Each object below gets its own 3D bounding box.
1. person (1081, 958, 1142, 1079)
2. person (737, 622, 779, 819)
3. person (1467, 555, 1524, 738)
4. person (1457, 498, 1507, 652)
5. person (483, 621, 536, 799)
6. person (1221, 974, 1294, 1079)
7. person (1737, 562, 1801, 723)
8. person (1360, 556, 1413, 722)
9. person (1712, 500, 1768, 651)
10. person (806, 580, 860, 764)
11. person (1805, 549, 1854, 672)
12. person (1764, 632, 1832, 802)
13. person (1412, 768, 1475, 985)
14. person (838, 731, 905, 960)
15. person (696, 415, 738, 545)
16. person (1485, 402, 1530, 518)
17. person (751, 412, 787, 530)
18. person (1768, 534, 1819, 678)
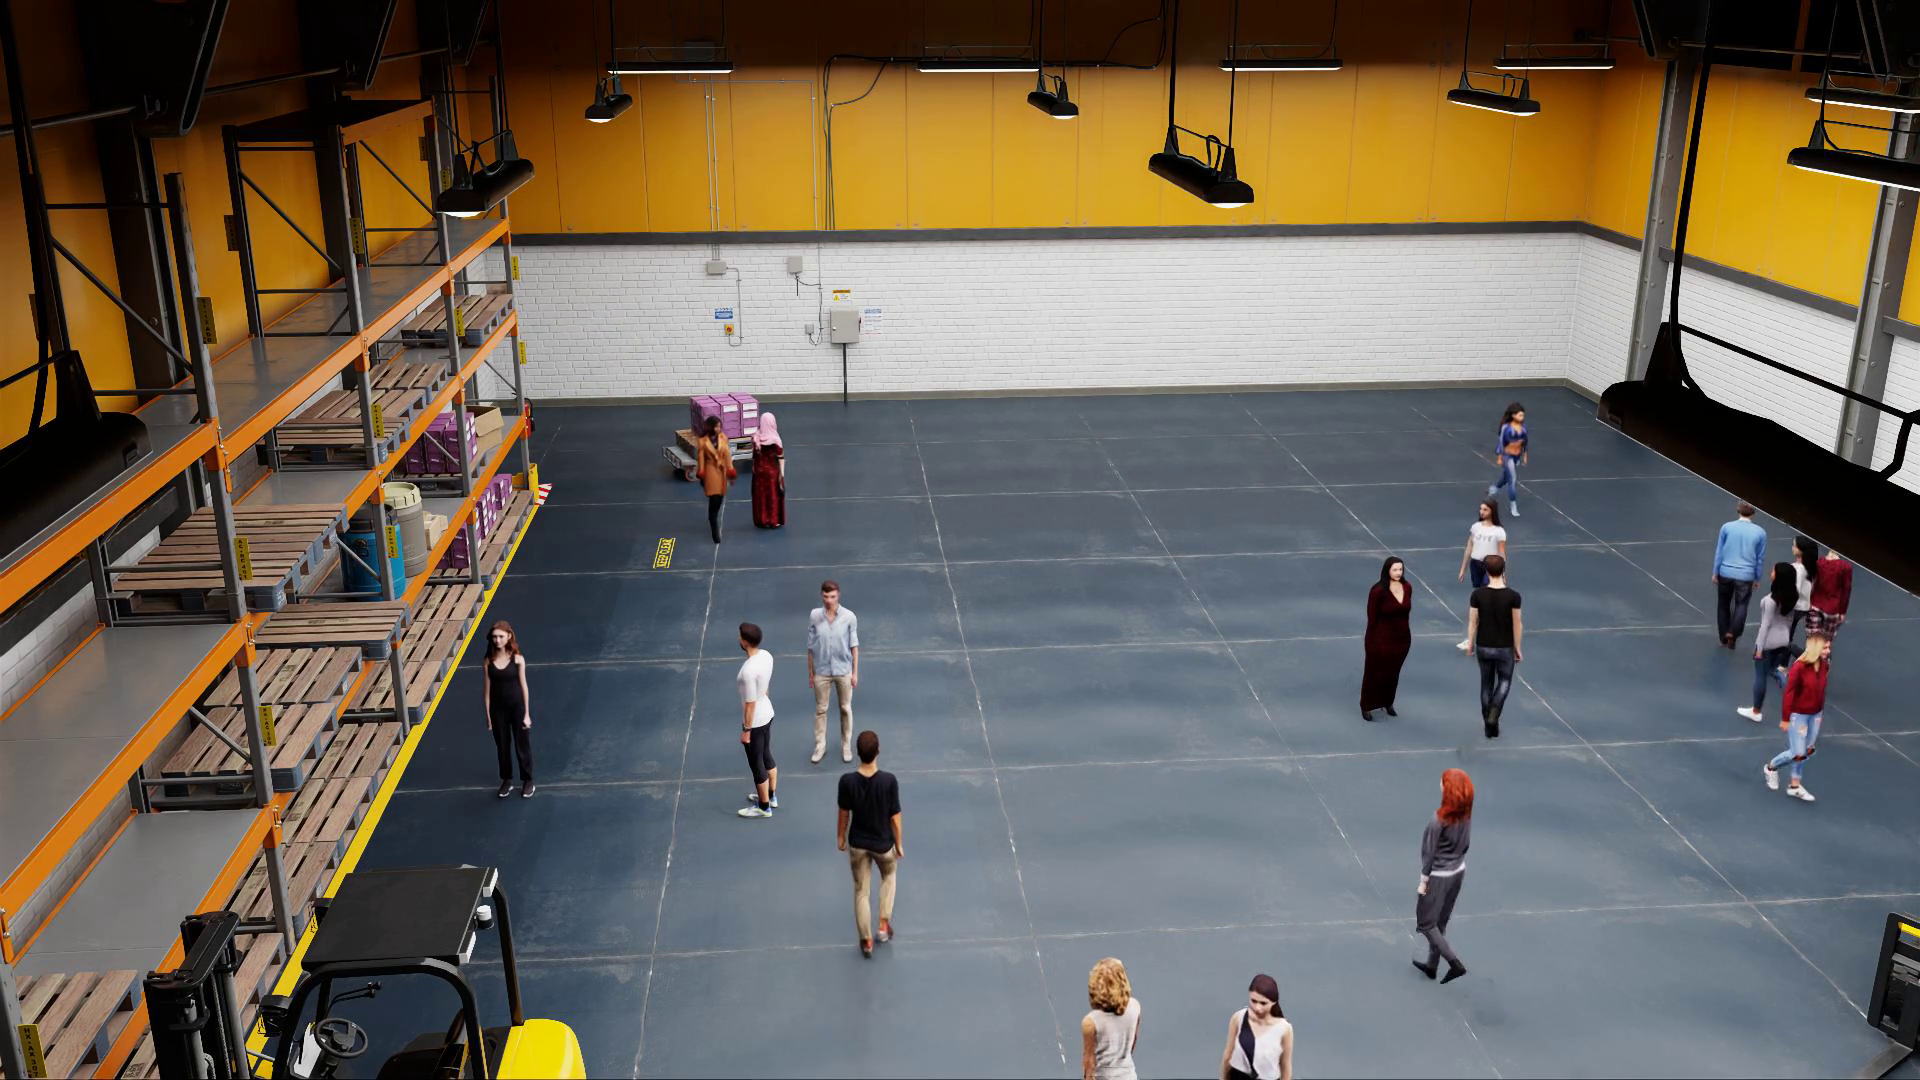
[{"bbox_3d":[0.966,3.350,10.140,0.831,1.629,1.168,-8,20,-23],"label":"person"},{"bbox_3d":[-1.823,1.606,14.971,0.794,1.850,0.614,4,19,13],"label":"person"},{"bbox_3d":[5.268,1.101,16.431,0.917,1.875,0.989,9,21,26],"label":"person"},{"bbox_3d":[5.993,0.371,18.802,1.000,1.745,1.020,-14,23,-35],"label":"person"},{"bbox_3d":[-4.141,1.546,15.317,0.557,1.743,0.501,-1,19,-4],"label":"person"},{"bbox_3d":[1.817,3.343,10.145,0.687,1.637,0.744,8,20,21],"label":"person"},{"bbox_3d":[8.275,1.073,16.753,0.814,1.722,0.968,-9,21,-26],"label":"person"},{"bbox_3d":[4.348,0.990,16.946,0.744,1.756,0.729,-8,20,-22],"label":"person"},{"bbox_3d":[8.696,0.396,18.641,0.950,1.801,1.060,10,21,27],"label":"person"},{"bbox_3d":[-1.221,1.250,16.034,0.668,1.847,0.554,0,19,0],"label":"person"},{"bbox_3d":[9.235,0.751,17.798,0.983,1.666,1.074,13,22,33],"label":"person"},{"bbox_3d":[7.722,1.602,15.336,0.736,1.625,0.798,-8,20,-23],"label":"person"},{"bbox_3d":[3.631,2.543,12.326,0.797,1.762,0.890,-13,23,-34],"label":"person"},{"bbox_3d":[-0.677,2.370,12.713,0.680,1.843,0.641,0,19,-1],"label":"person"},{"bbox_3d":[-3.341,-0.860,22.539,0.960,1.693,1.209,-9,21,-26],"label":"person"},{"bbox_3d":[7.774,-1.163,23.602,0.763,1.588,1.117,-6,19,-17],"label":"person"},{"bbox_3d":[-2.661,-0.958,22.925,0.766,1.633,0.762,7,20,19],"label":"person"},{"bbox_3d":[8.998,0.755,17.755,0.947,1.686,0.895,14,23,36],"label":"person"}]
